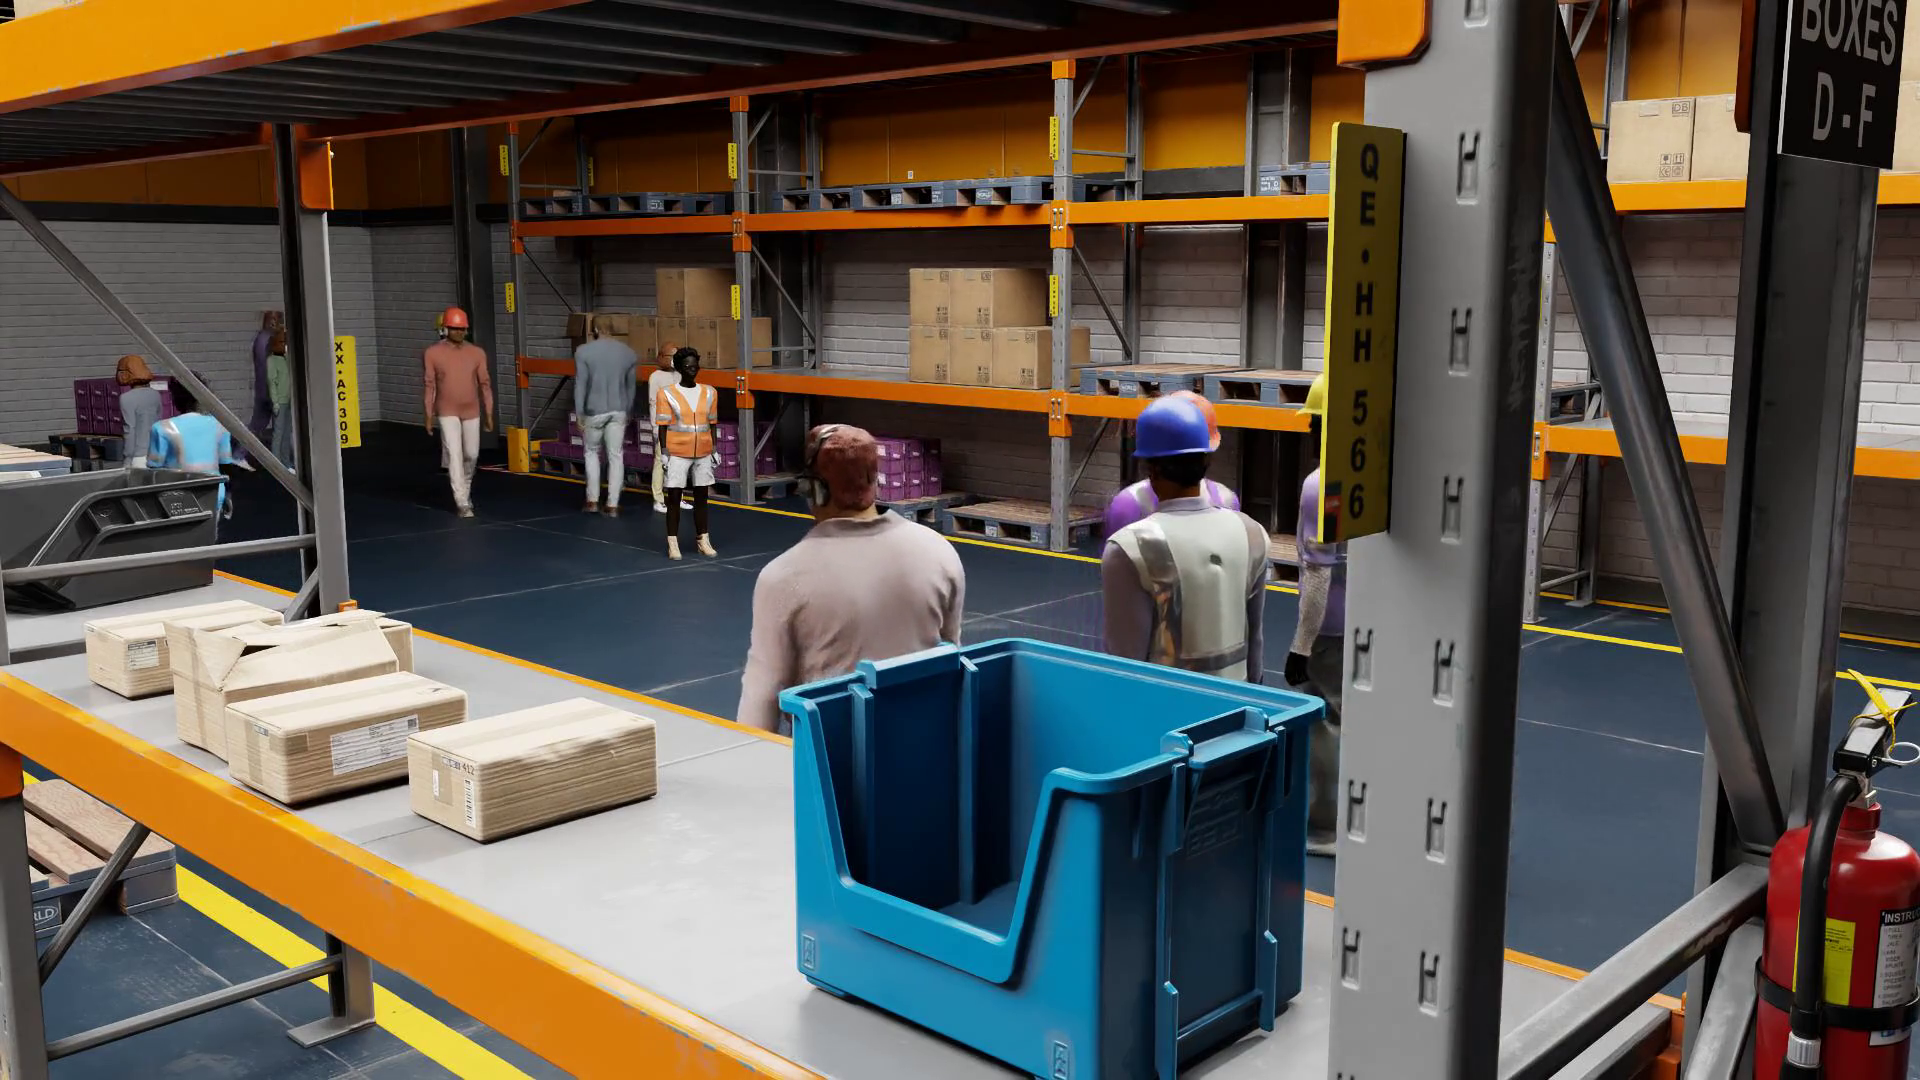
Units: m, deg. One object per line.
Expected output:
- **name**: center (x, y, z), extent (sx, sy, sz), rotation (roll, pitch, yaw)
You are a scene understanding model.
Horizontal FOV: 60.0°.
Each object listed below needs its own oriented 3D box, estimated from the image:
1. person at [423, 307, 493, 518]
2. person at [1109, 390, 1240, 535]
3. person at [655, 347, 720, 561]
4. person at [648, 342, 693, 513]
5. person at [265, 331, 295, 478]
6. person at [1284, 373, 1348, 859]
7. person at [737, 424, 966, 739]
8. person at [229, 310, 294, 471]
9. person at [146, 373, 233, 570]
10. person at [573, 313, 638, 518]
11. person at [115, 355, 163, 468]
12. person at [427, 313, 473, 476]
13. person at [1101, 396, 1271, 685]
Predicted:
- **person**: center (-4.756, -1.225, 15.770), extent (0.632, 1.964, 0.903), rotation (-6, 11, -33)
- **person**: center (0.750, 0.392, 6.086), extent (0.567, 1.907, 0.762), rotation (-4, 10, -24)
- **person**: center (-2.165, -0.689, 13.282), extent (0.536, 1.700, 0.318), rotation (-6, 11, -31)
- **person**: center (-2.767, -1.075, 15.884), extent (0.284, 1.626, 0.496), rotation (6, 11, 34)
- **person**: center (-7.524, -1.506, 18.494), extent (0.284, 1.633, 0.497), rotation (0, 9, 2)
- **person**: center (1.483, 0.295, 6.557), extent (0.370, 1.928, 0.589), rotation (8, 12, 40)
- **person**: center (-0.307, 0.622, 4.639), extent (0.669, 1.898, 0.422), rotation (-6, 11, -32)
- **person**: center (-7.912, -1.698, 19.050), extent (1.022, 1.857, 0.649), rotation (-5, 11, -30)
- **person**: center (-5.018, -0.268, 10.831), extent (0.879, 1.644, 0.542), rotation (6, 11, 32)
- **person**: center (-3.355, -1.173, 15.647), extent (0.651, 1.891, 0.760), rotation (-6, 11, -31)
- **person**: center (-6.528, -0.656, 13.280), extent (0.268, 1.632, 0.507), rotation (1, 9, 5)
- **person**: center (-5.713, -1.631, 18.675), extent (0.586, 1.825, 0.403), rotation (-8, 13, -42)
- **person**: center (0.642, 0.549, 4.936), extent (0.612, 1.943, 0.404), rotation (-6, 11, -34)
